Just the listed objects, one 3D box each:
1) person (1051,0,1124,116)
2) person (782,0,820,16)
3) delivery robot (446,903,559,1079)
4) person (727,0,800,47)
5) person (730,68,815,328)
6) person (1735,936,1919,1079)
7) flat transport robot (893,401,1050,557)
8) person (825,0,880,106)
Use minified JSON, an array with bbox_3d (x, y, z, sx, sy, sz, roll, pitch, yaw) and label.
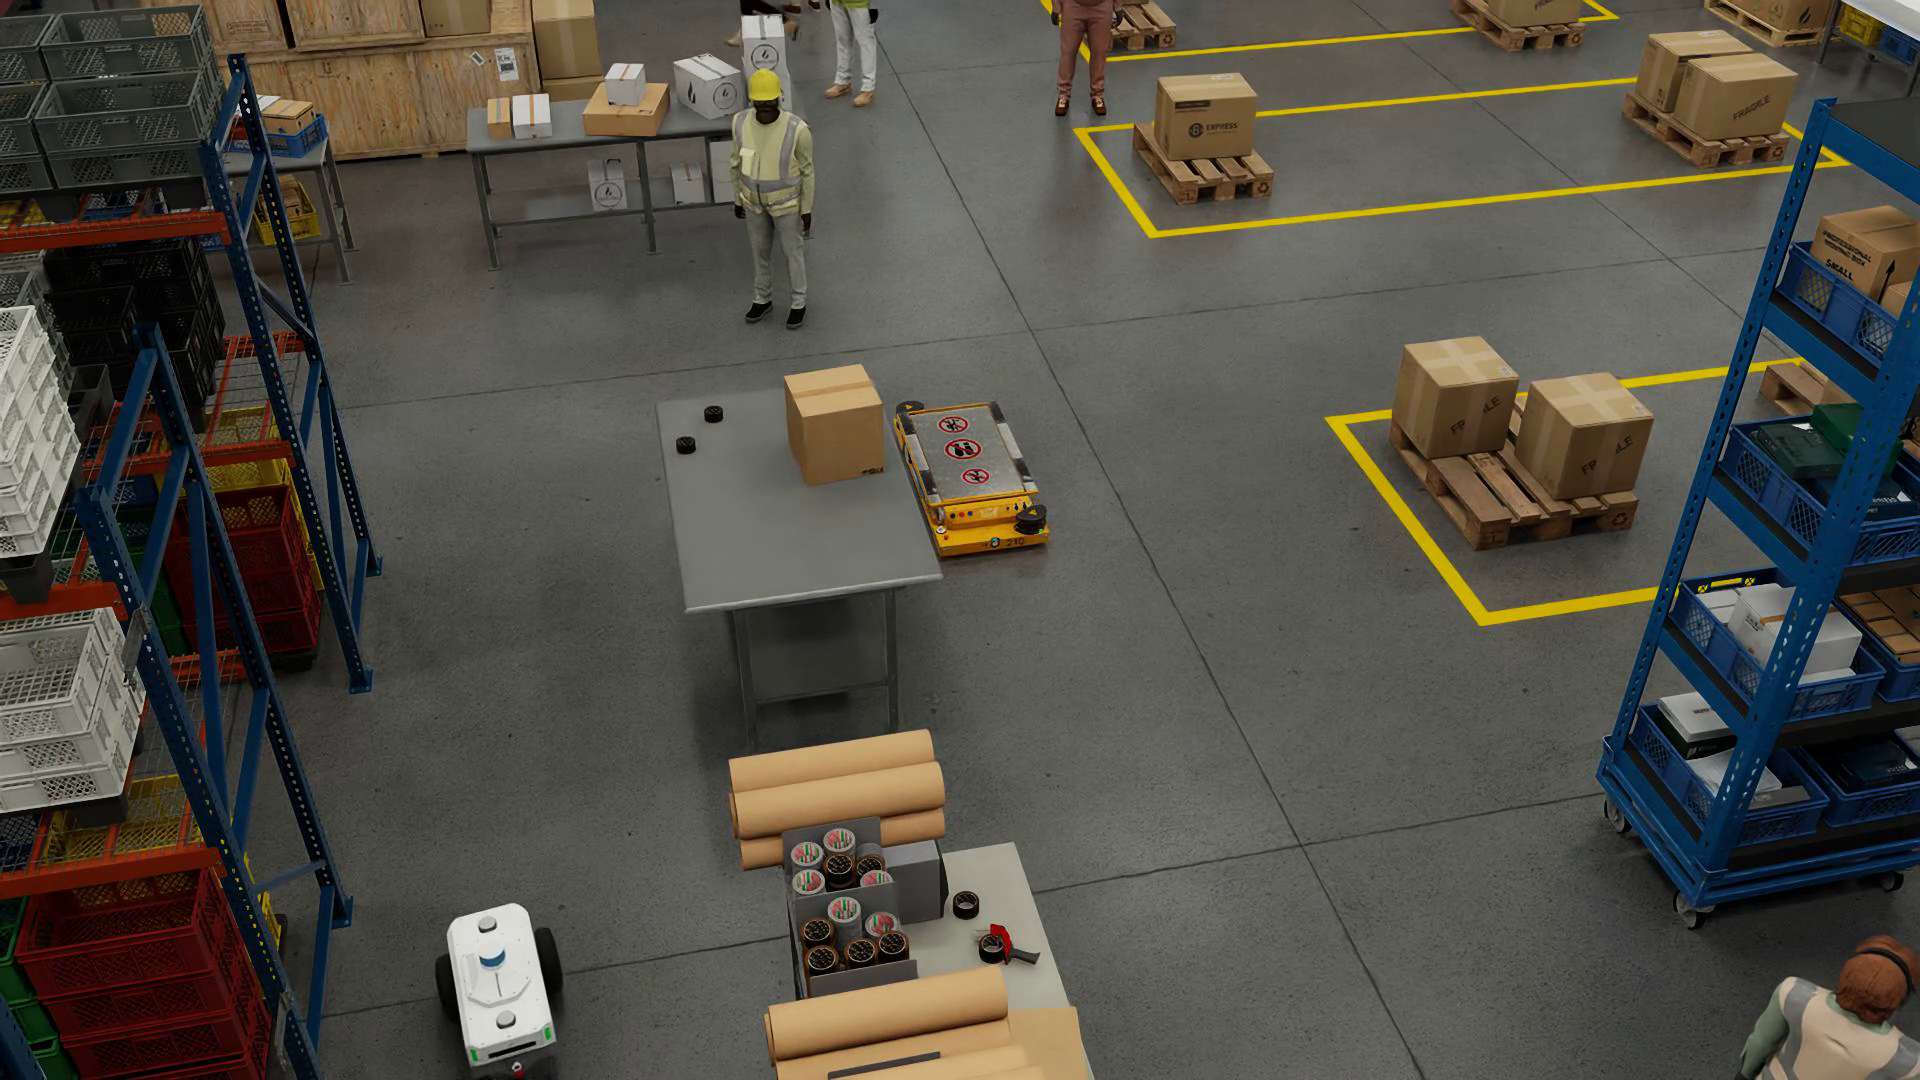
[{"bbox_3d":[1.102,-4.610,14.368,0.652,1.905,0.402,-1,37,-1],"label":"person"},{"bbox_3d":[-1.629,-6.171,16.500,0.518,1.865,0.326,-18,40,-23],"label":"person"},{"bbox_3d":[-1.868,1.823,6.763,0.477,0.478,0.707,-12,38,-17],"label":"delivery robot"},{"bbox_3d":[-1.906,-5.438,15.685,0.719,1.660,0.536,5,37,7],"label":"person"},{"bbox_3d":[-1.286,-2.319,11.343,0.600,1.836,0.404,11,38,15],"label":"person"},{"bbox_3d":[2.925,1.980,5.739,0.521,1.632,0.315,28,45,32],"label":"person"},{"bbox_3d":[0.046,-0.430,10.108,0.652,0.197,1.431,-8,37,-10],"label":"flat transport robot"},{"bbox_3d":[-0.958,-4.755,14.615,0.624,1.845,0.430,27,44,31],"label":"person"}]
